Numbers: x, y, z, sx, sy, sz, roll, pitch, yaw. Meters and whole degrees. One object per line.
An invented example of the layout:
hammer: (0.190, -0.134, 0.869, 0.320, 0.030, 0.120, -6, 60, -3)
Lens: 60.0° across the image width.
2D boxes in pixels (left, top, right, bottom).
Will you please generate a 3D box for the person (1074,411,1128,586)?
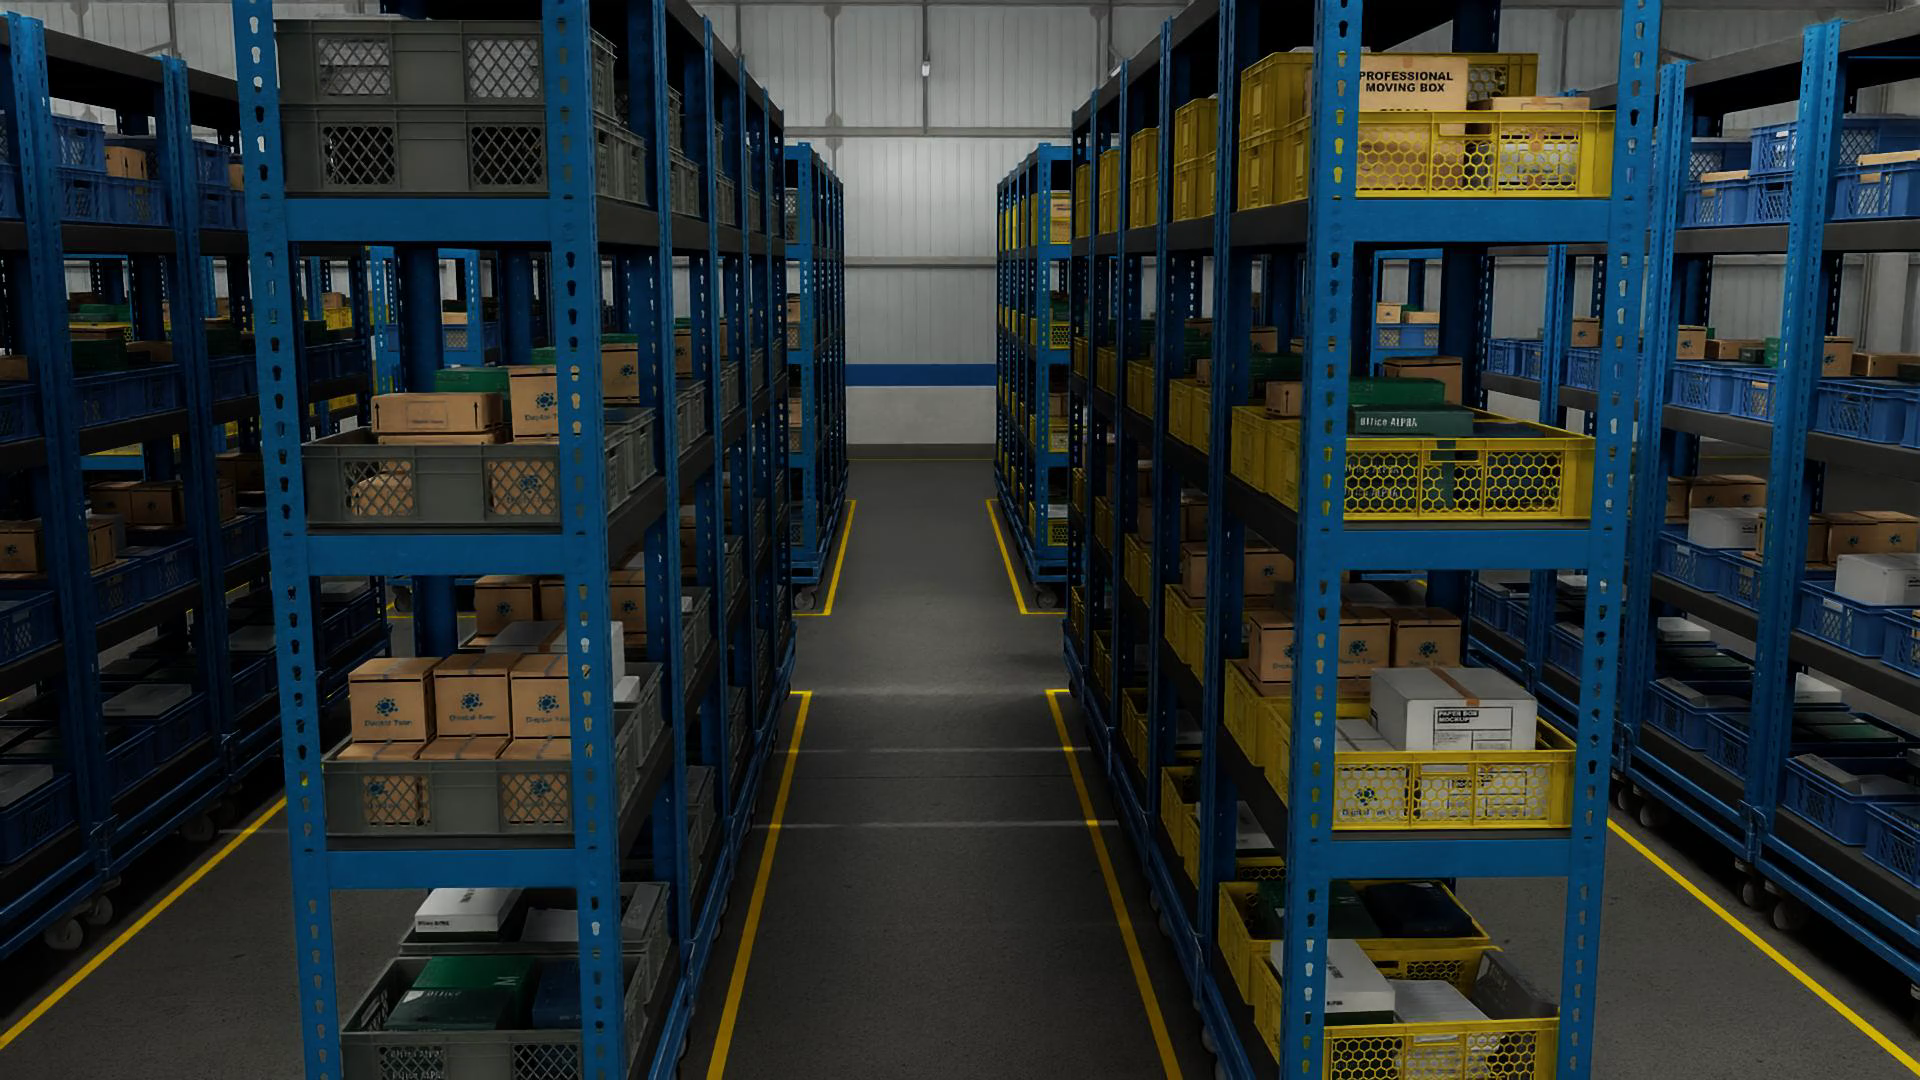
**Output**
person: (0.998, -0.063, 11.155, 0.566, 1.849, 0.387, 6, 11, 33)
